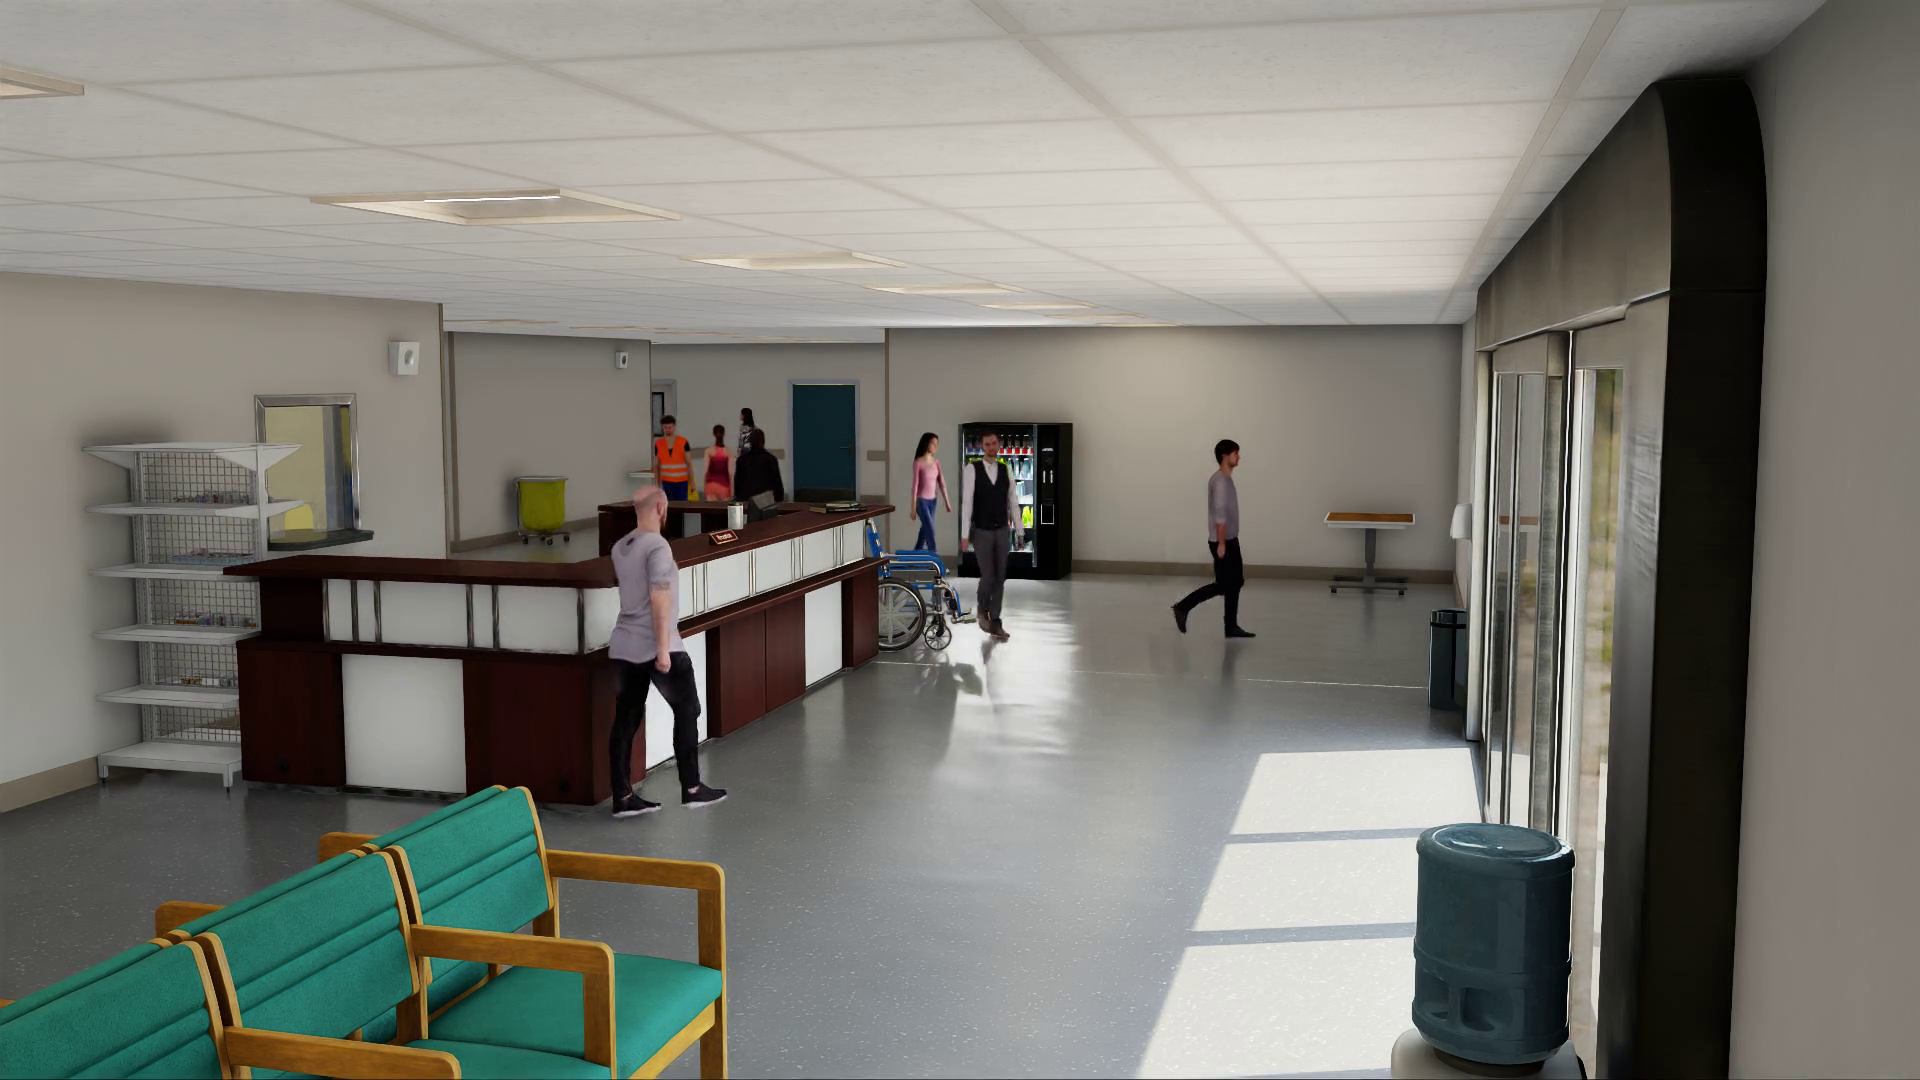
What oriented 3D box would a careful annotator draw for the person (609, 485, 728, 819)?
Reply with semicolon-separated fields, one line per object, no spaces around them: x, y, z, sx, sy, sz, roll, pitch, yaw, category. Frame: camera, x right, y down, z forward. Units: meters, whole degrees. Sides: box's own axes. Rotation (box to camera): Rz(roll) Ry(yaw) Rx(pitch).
-1.791;0.626;9.088;1.030;1.802;0.988;-5;8;-41;person

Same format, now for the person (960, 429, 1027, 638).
0.227;-0.064;15.338;0.879;1.925;0.954;-3;7;-30;person

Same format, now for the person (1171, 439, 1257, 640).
2.301;0.013;15.073;0.956;1.823;0.655;1;6;14;person

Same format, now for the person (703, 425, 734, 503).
-3.245;-0.653;22.249;1.067;1.713;0.961;-1;6;-14;person

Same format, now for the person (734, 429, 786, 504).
-2.266;-0.323;18.466;0.591;1.813;0.762;2;6;17;person

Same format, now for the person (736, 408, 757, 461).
-3.811;-1.512;30.334;0.713;1.786;0.607;2;6;19;person

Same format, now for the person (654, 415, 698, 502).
-3.884;-0.788;22.896;0.777;1.851;0.775;1;6;8;person

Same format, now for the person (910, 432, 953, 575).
-0.459;-0.410;19.833;1.070;1.713;0.860;6;8;44;person
